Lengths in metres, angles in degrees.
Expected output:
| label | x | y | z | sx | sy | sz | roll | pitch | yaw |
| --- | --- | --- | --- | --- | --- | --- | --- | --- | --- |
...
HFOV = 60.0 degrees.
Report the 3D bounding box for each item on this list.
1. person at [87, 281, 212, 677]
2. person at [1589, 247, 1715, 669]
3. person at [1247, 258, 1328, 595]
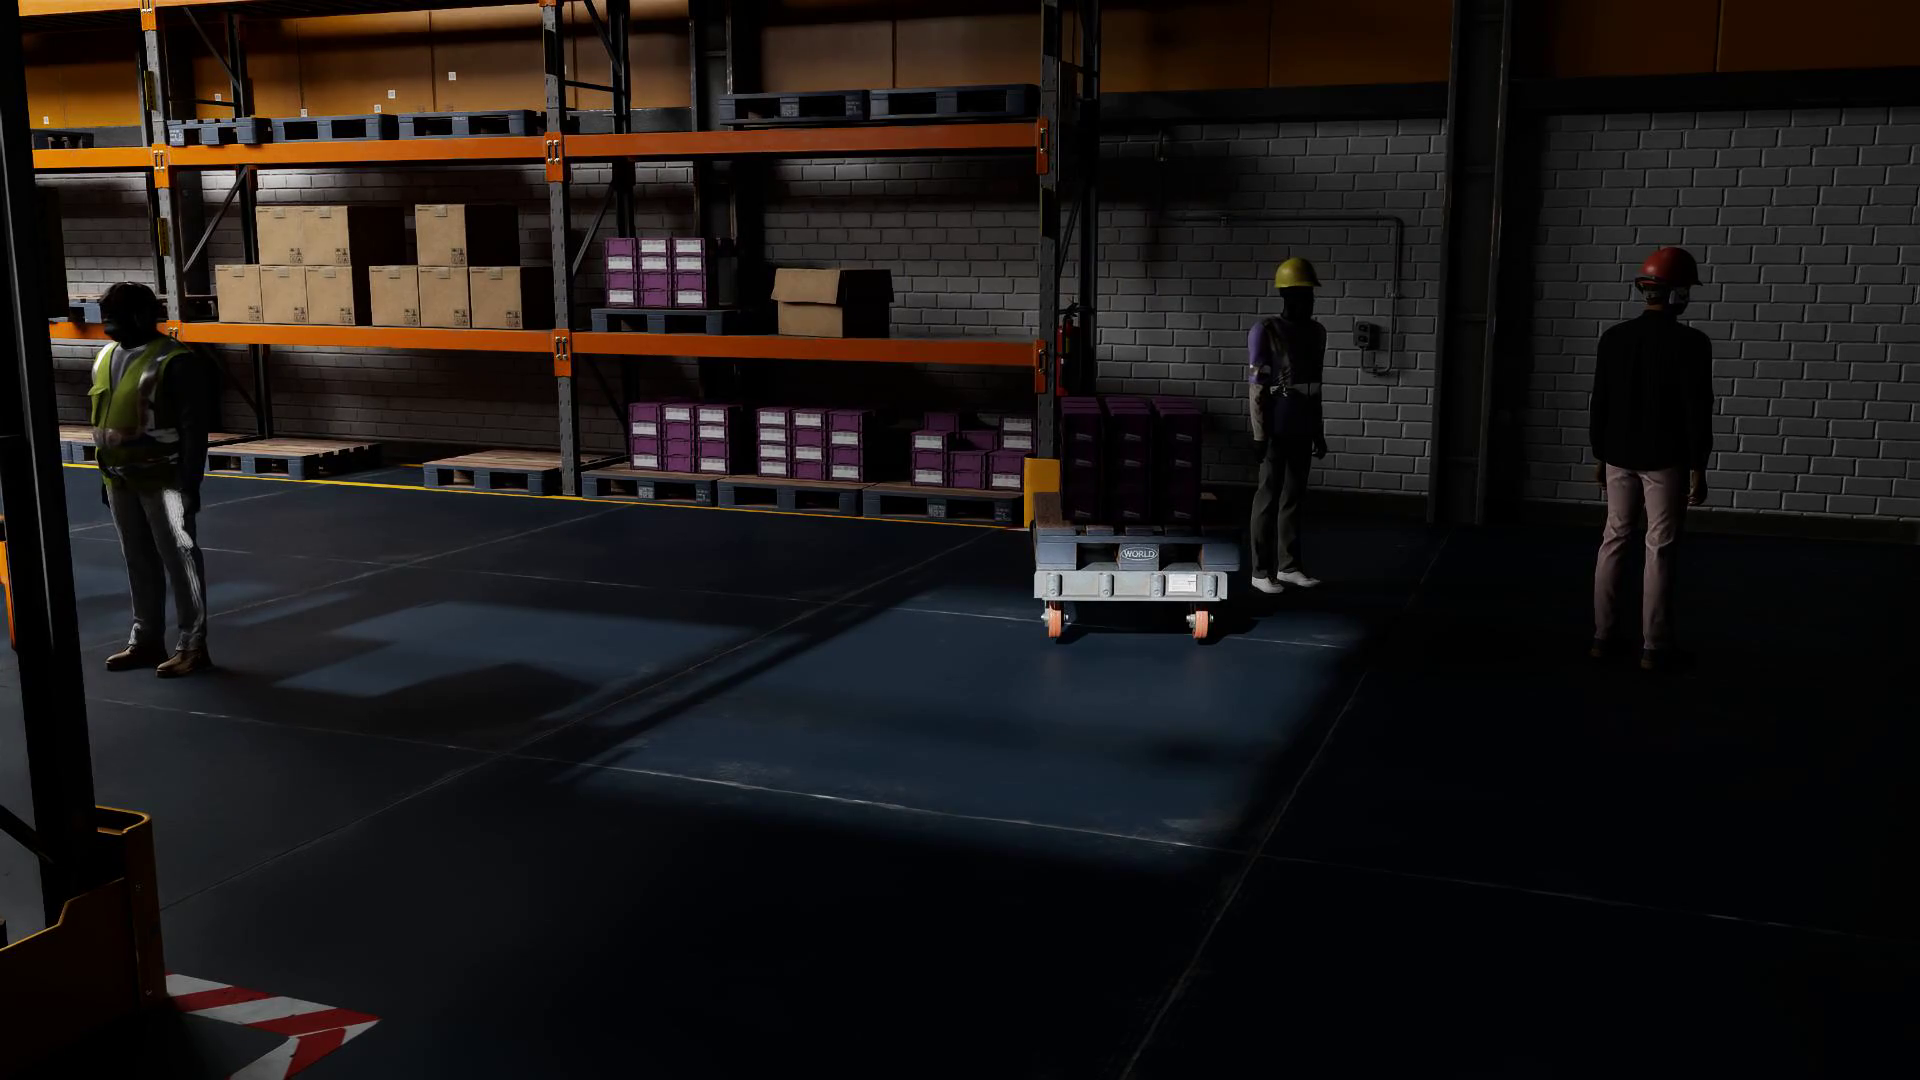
| label | x | y | z | sx | sy | sz | roll | pitch | yaw |
| --- | --- | --- | --- | --- | --- | --- | --- | --- | --- |
| person | -3.798 | -0.279 | 7.772 | 0.633 | 1.841 | 0.429 | 5 | 11 | 24 |
| person | 3.308 | -0.387 | 7.943 | 0.391 | 1.992 | 0.623 | -6 | 12 | -31 |
| person | 1.909 | -0.658 | 9.634 | 0.588 | 1.930 | 0.364 | -8 | 13 | -37 |
